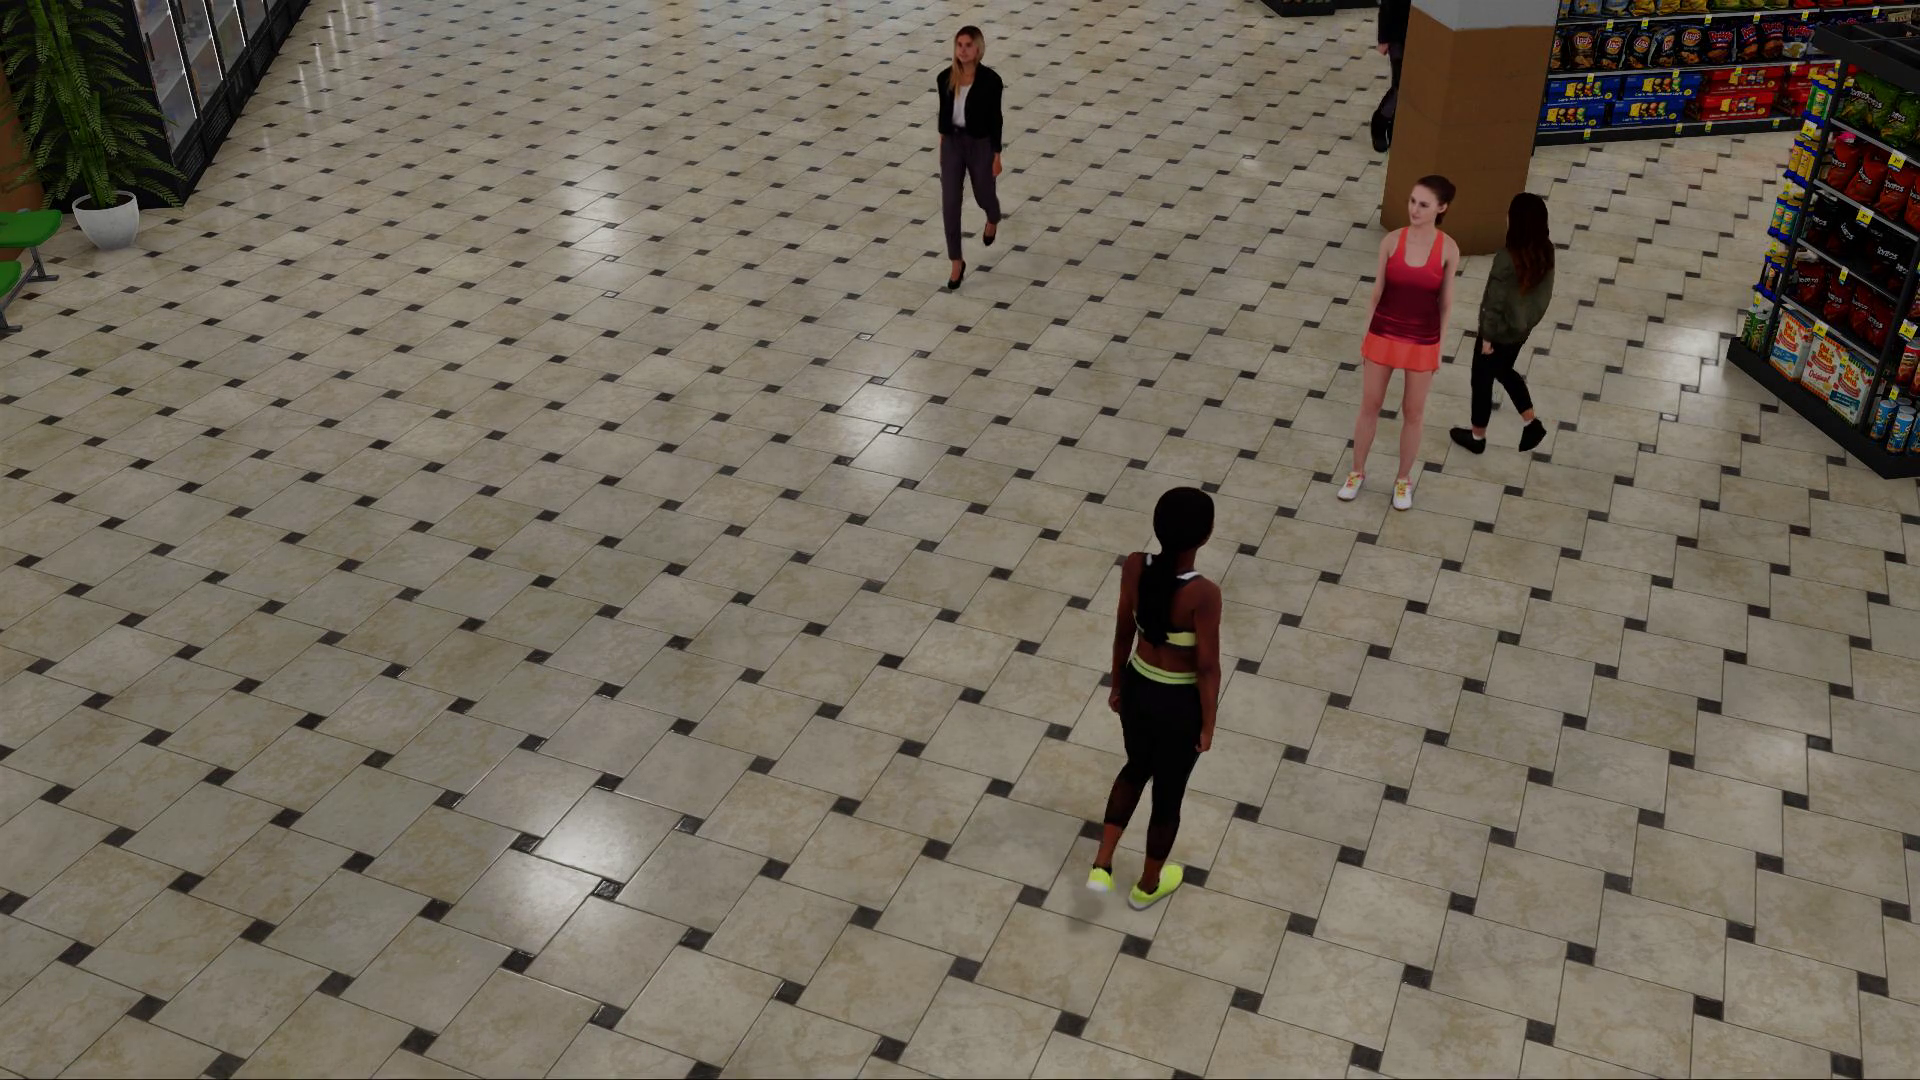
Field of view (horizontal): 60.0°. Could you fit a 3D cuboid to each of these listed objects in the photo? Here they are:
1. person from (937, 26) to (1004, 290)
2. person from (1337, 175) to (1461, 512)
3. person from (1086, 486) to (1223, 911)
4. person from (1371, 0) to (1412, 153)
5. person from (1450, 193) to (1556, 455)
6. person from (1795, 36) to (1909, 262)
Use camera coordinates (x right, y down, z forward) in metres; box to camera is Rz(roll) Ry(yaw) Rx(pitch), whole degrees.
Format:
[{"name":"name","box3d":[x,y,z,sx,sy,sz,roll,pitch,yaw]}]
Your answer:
[{"name":"person","box3d":[0.090,-2.500,10.805,1.053,1.643,0.961,9,33,14]},{"name":"person","box3d":[2.208,-0.980,8.260,0.614,1.750,0.708,12,34,18]},{"name":"person","box3d":[0.640,0.622,5.693,0.782,1.743,0.849,23,39,32]},{"name":"person","box3d":[3.457,-3.911,12.901,0.663,1.823,0.836,-11,34,-17]},{"name":"person","box3d":[2.916,-1.083,8.694,0.802,1.465,0.804,-19,36,-27]},{"name":"person","box3d":[5.530,-2.333,10.468,0.690,1.714,0.615,-10,33,-15]}]
